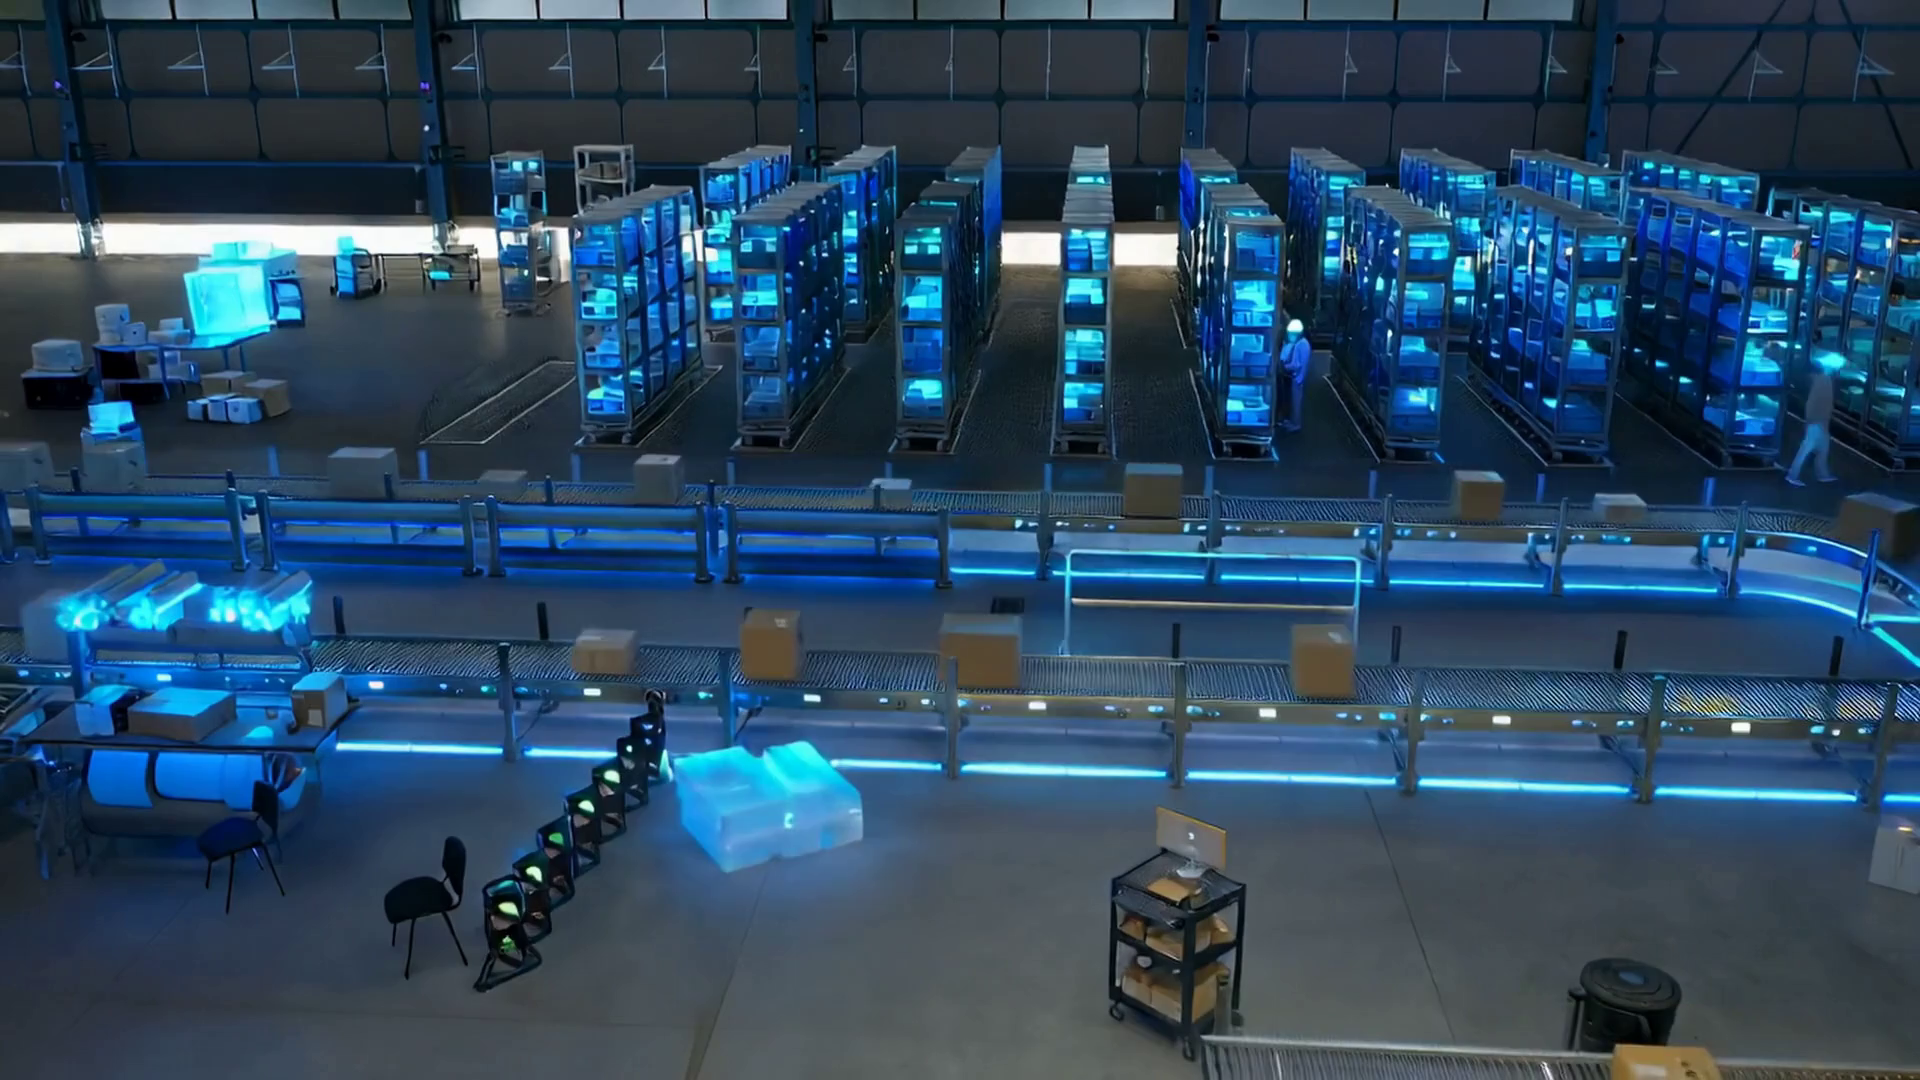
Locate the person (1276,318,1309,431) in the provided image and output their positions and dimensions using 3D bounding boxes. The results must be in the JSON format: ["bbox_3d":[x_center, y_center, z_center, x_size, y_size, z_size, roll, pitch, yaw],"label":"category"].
[{"bbox_3d":[5.440,-2.708,27.147,0.404,1.836,0.590,-5,18,-15],"label":"person"}]

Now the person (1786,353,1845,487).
[{"bbox_3d":[12.337,-1.688,23.706,0.849,1.958,0.631,6,19,19],"label":"person"}]

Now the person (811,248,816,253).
[{"bbox_3d":[-3.493,-6.721,39.869,0.383,1.842,0.570,-2,18,-6],"label":"person"}]
